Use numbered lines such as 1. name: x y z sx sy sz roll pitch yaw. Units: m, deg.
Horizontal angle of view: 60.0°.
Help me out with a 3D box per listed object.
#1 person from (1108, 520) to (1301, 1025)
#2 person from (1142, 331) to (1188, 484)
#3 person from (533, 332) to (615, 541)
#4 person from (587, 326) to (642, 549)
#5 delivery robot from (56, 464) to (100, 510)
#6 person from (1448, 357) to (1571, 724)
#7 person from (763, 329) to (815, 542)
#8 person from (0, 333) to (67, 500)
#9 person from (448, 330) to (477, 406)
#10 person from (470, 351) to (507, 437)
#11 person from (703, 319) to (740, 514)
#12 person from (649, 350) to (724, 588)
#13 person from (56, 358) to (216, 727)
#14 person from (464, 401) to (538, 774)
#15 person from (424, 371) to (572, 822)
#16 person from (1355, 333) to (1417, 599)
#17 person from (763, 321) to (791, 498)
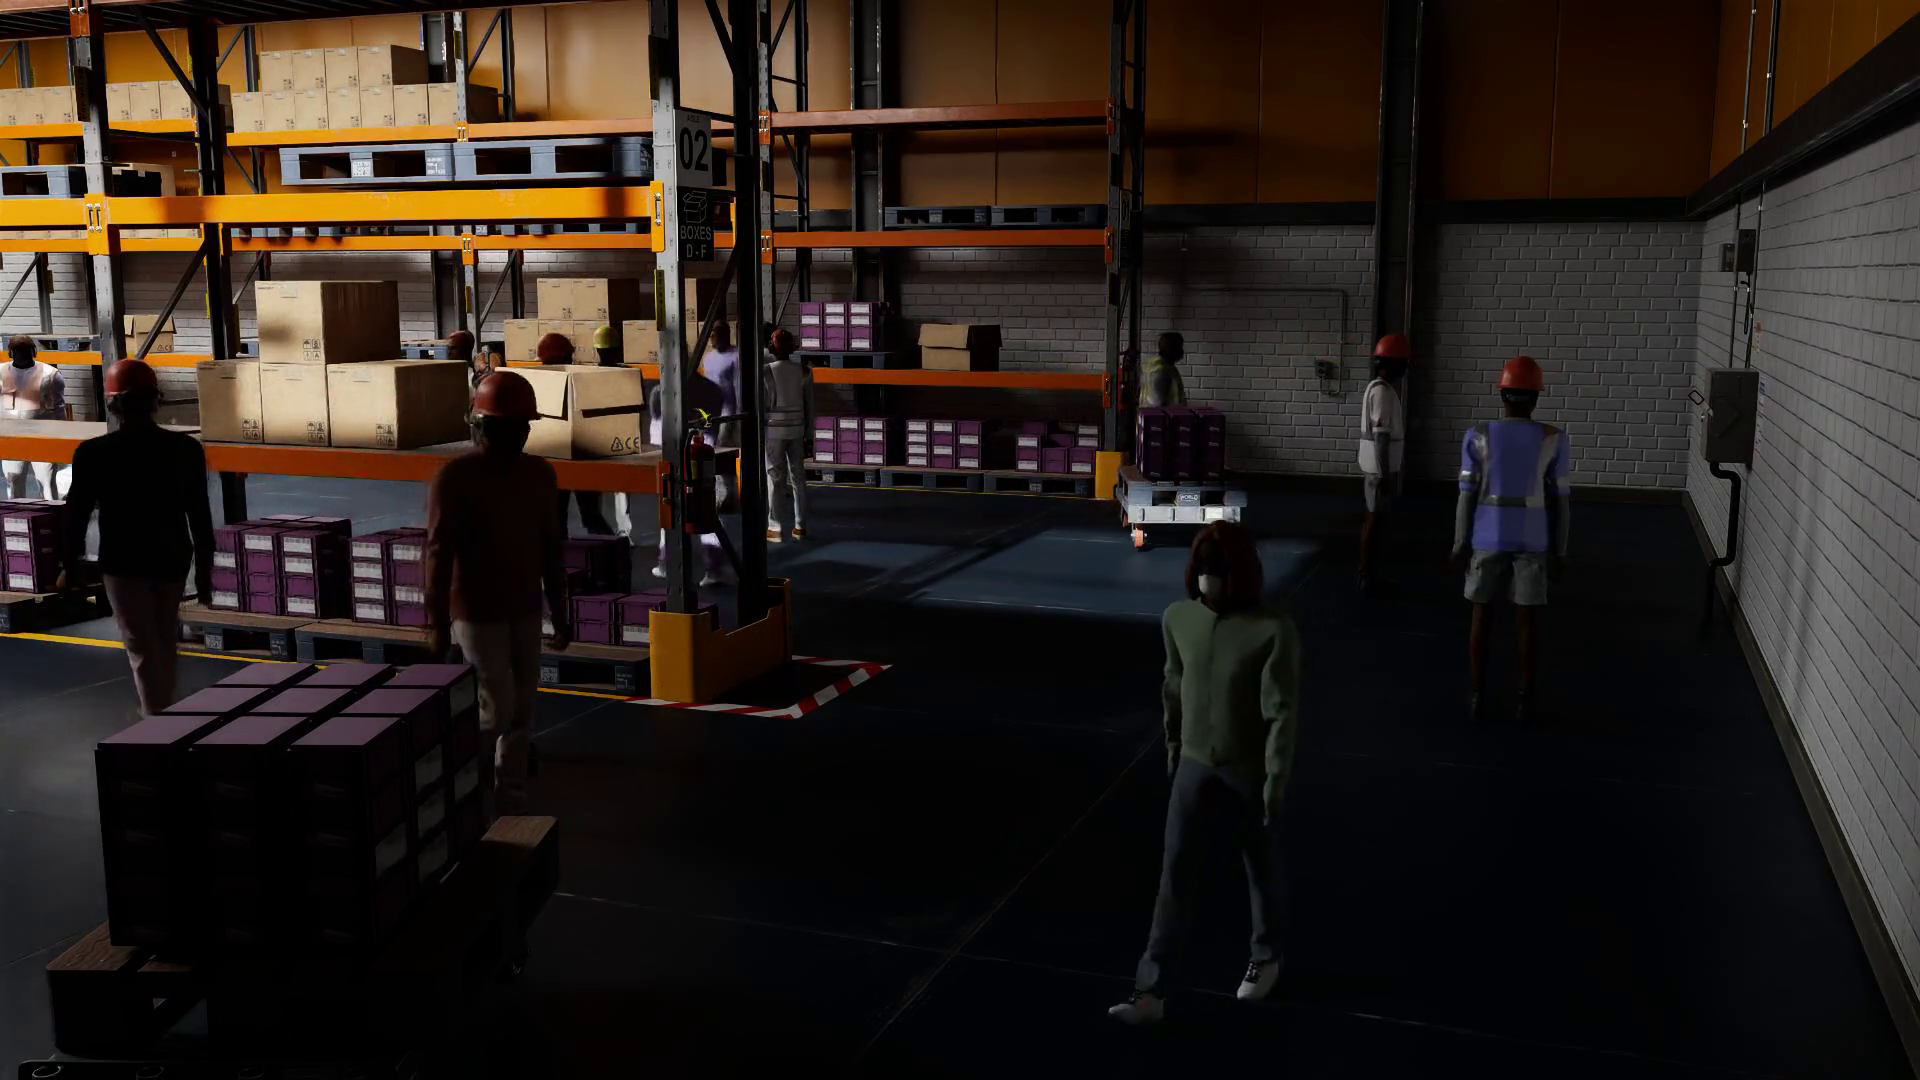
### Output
1. person: 0.797 0.741 5.203 0.518 1.592 0.833 6 11 35
2. person: 1.926 -1.088 15.949 0.507 1.825 0.635 2 9 15
3. person: -2.772 -0.534 12.116 0.852 1.950 0.613 8 12 42
4. person: -3.008 -0.869 14.272 0.594 1.924 0.382 -3 10 -20
5. delivery robot: -8.576 -0.527 16.122 0.707 0.478 0.477 5 10 29
6. person: 2.907 0.010 8.817 0.617 1.927 0.504 3 9 17
7. person: -1.564 -0.922 14.740 0.585 1.882 0.344 -5 10 -29
8. person: -8.275 -0.906 14.773 0.621 1.845 0.429 -3 10 -20
9. person: -4.256 -0.874 14.433 0.585 1.882 0.337 8 12 41
10. person: -3.208 -0.385 11.533 0.429 1.836 0.625 -2 9 -10
11. person: -2.384 -1.208 16.390 0.493 1.922 0.664 -9 13 -44
12. person: -2.079 -0.566 12.627 0.635 1.855 0.918 -6 11 -34
13. person: -4.006 0.113 8.021 0.864 1.959 0.619 7 11 37
14. person: -2.200 0.191 7.920 0.404 1.827 0.599 -2 9 -14
15. person: -1.890 0.291 6.833 0.494 1.972 0.617 6 11 33
16. person: 3.117 -0.540 12.182 0.378 1.932 0.551 2 9 11
17. person: -2.035 -1.376 17.636 0.528 1.871 0.323 -4 10 -22
